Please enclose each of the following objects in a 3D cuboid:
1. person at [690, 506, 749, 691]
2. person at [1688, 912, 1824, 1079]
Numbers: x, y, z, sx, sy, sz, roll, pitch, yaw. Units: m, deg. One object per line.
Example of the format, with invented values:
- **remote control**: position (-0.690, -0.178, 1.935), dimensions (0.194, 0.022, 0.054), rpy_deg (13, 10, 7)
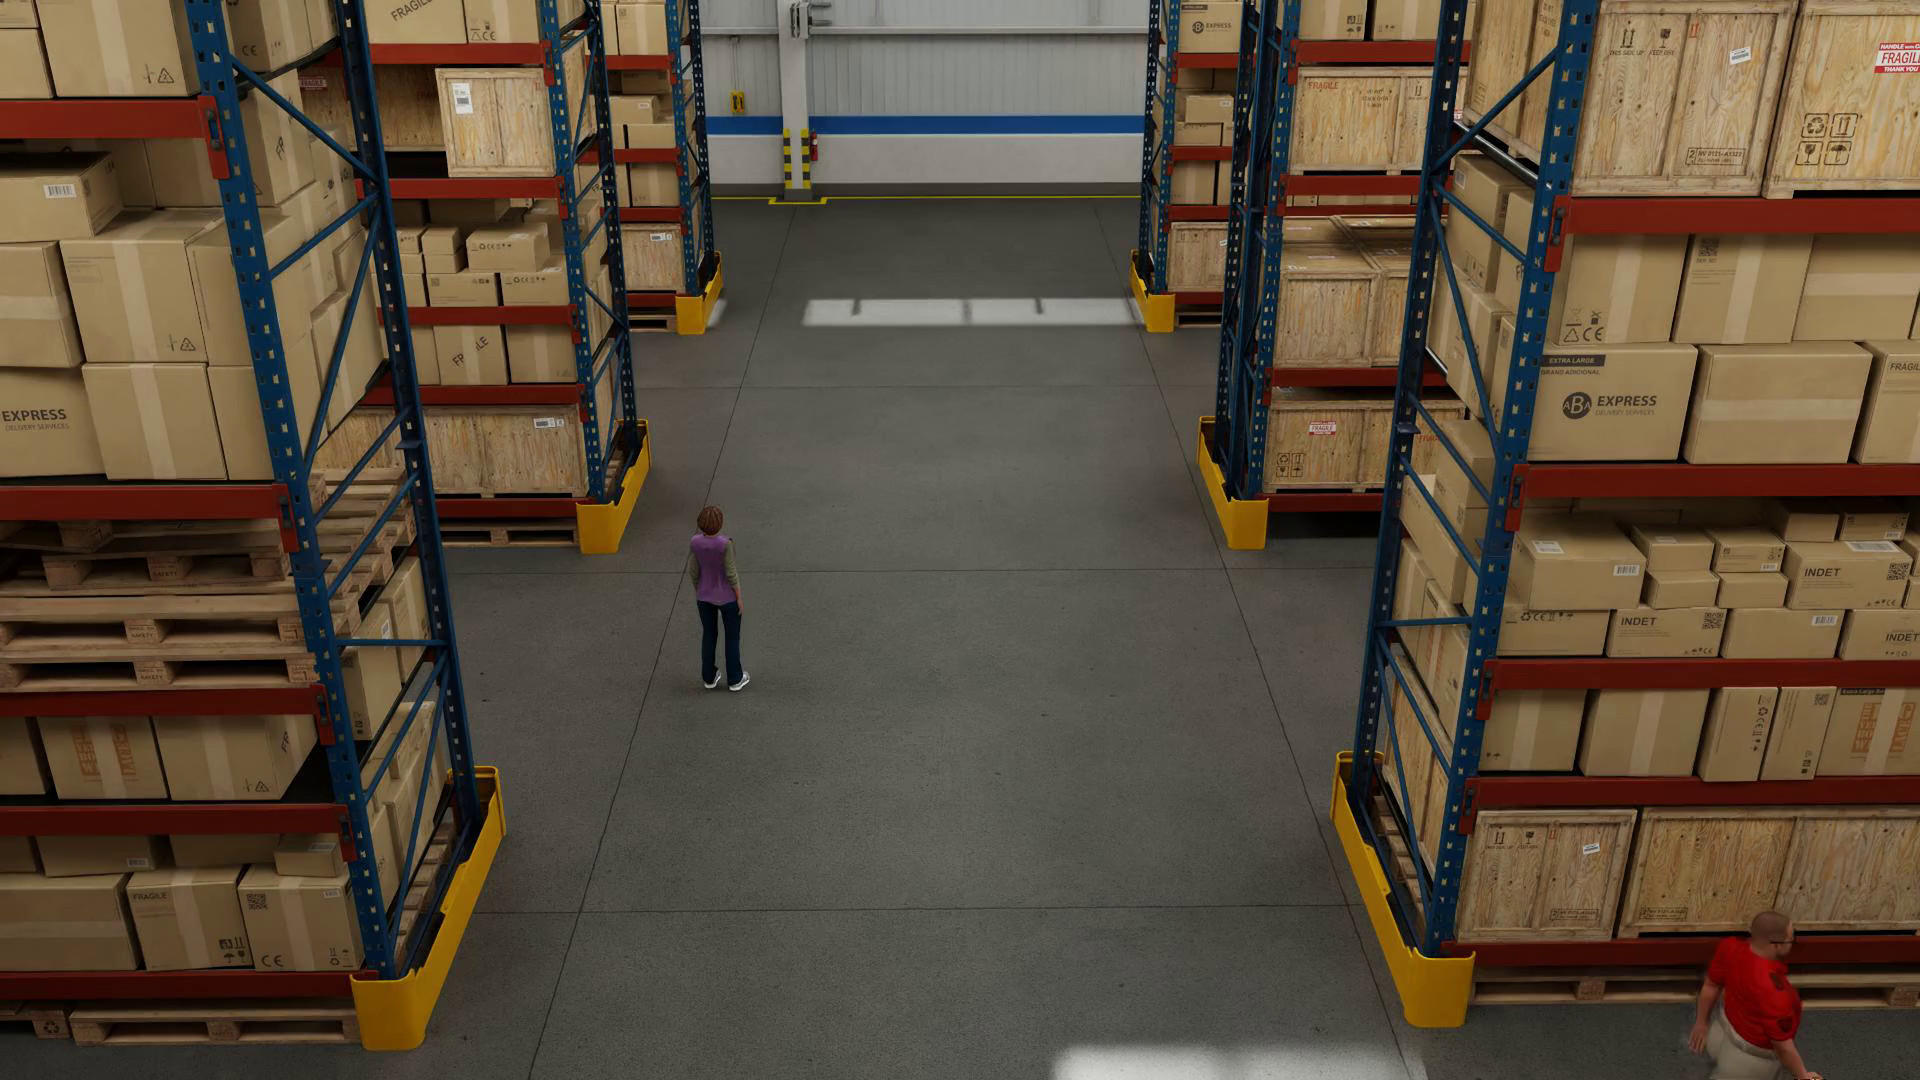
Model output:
- **person**: position (-1.899, 0.451, 13.108), dimensions (0.406, 1.600, 0.332), rpy_deg (6, 26, 12)
- **person**: position (4.062, 2.585, 8.392), dimensions (0.984, 1.687, 0.563), rpy_deg (-1, 25, -2)
